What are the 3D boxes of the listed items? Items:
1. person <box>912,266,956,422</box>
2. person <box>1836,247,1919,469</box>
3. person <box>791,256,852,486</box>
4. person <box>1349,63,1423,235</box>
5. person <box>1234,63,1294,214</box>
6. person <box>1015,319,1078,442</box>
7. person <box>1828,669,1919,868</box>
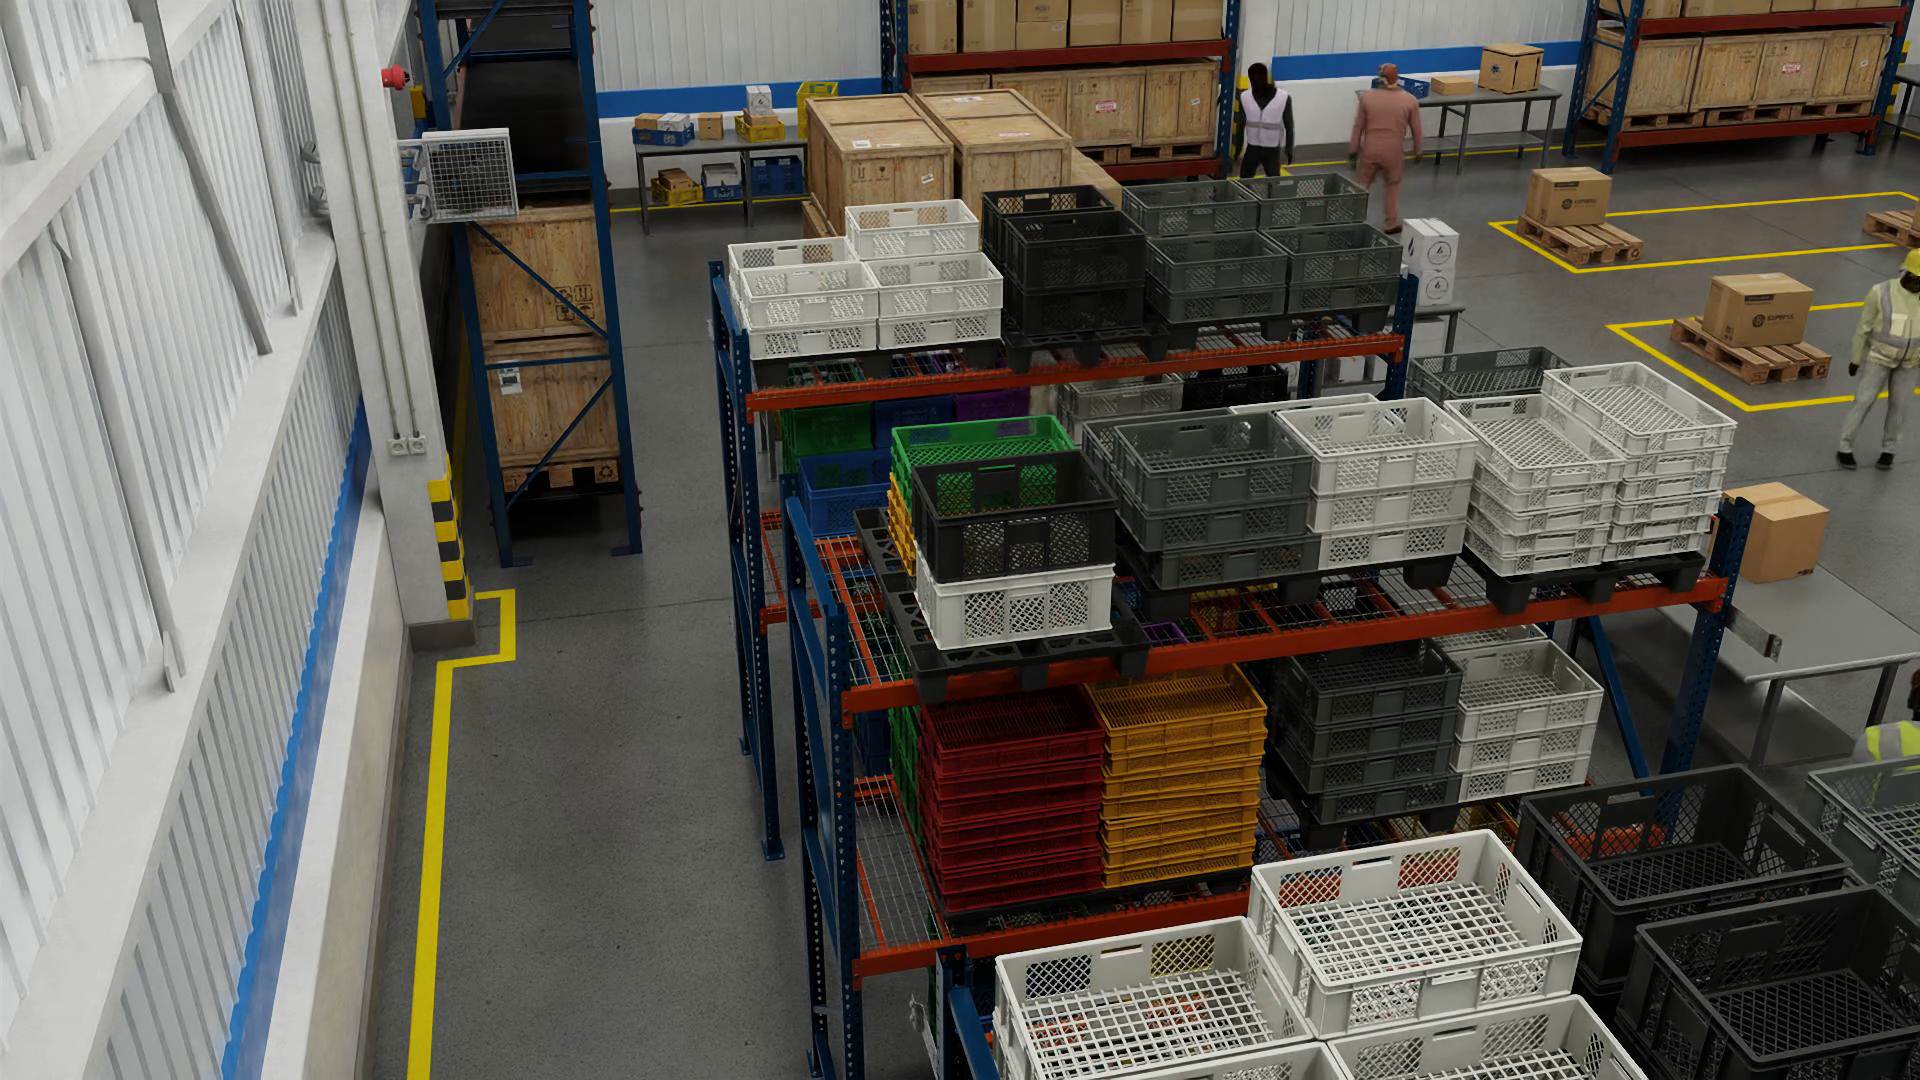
[{"bbox_3d":[-0.206,-1.224,12.622,0.339,1.882,0.583,-5,28,-10],"label":"person"},{"bbox_3d":[7.338,-1.438,13.101,0.602,1.822,0.421,3,28,6],"label":"person"},{"bbox_3d":[-1.018,-1.211,12.549,0.643,1.935,0.441,23,35,36],"label":"person"},{"bbox_3d":[4.743,-4.316,18.495,0.801,1.892,0.514,11,30,20],"label":"person"},{"bbox_3d":[3.422,-4.396,18.650,0.667,1.883,0.392,12,30,21],"label":"person"},{"bbox_3d":[0.734,-1.272,12.757,0.418,1.848,0.770,-25,36,-38],"label":"person"},{"bbox_3d":[4.337,1.389,7.722,0.630,1.836,0.430,3,28,6],"label":"person"}]
